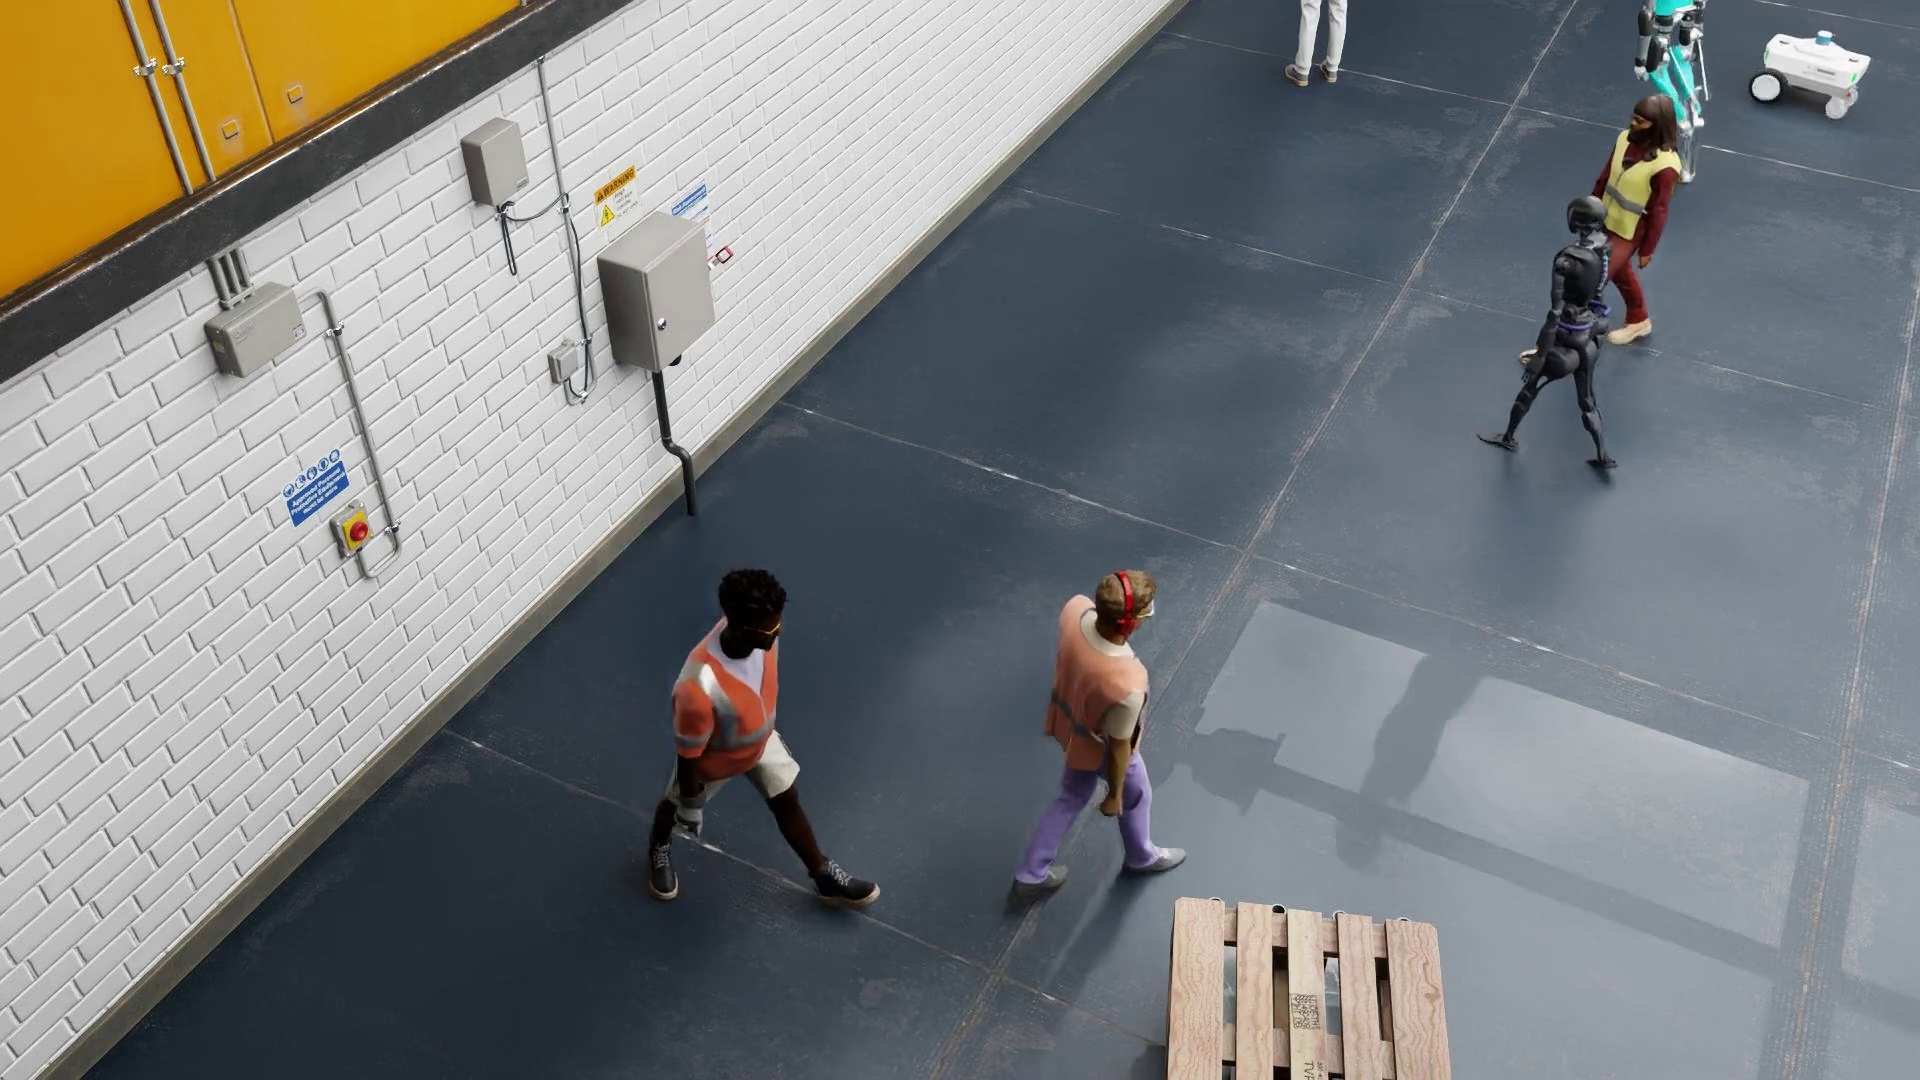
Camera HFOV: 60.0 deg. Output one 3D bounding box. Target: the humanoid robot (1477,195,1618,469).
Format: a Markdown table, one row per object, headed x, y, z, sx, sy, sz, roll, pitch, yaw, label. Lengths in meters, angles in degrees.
| x | y | z | sx | sy | sz | roll | pitch | yaw | label |
| --- | --- | --- | --- | --- | --- | --- | --- | --- | --- |
| 3.373 | -1.084 | 9.066 | 0.612 | 1.633 | 0.763 | -31 | 50 | -31 | humanoid robot |

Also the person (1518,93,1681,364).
| x | y | z | sx | sy | sz | roll | pitch | yaw | label |
| --- | --- | --- | --- | --- | --- | --- | --- | --- | --- |
| 3.928 | -1.847 | 9.868 | 0.941 | 1.724 | 0.487 | -10 | 42 | -11 | person |

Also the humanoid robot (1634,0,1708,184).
| x | y | z | sx | sy | sz | roll | pitch | yaw | label |
| --- | --- | --- | --- | --- | --- | --- | --- | --- | --- |
| 5.039 | -3.288 | 11.530 | 0.613 | 1.778 | 0.846 | -14 | 43 | -15 | humanoid robot |

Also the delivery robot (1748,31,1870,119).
| x | y | z | sx | sy | sz | roll | pitch | yaw | label |
| --- | --- | --- | --- | --- | --- | --- | --- | --- | --- |
| 6.565 | -3.620 | 12.808 | 0.765 | 0.583 | 0.499 | 27 | 48 | 28 | delivery robot |

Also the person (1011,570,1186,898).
| x | y | z | sx | sy | sz | roll | pitch | yaw | label |
| --- | --- | --- | --- | --- | --- | --- | --- | --- | --- |
| 0.575 | 0.809 | 6.734 | 0.800 | 1.810 | 0.570 | -19 | 44 | -20 | person |

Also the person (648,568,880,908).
| x | y | z | sx | sy | sz | roll | pitch | yaw | label |
| --- | --- | --- | --- | --- | --- | --- | --- | --- | --- |
| -0.918 | 0.827 | 6.645 | 1.081 | 1.887 | 0.687 | 22 | 45 | 23 | person |

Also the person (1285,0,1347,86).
| x | y | z | sx | sy | sz | roll | pitch | yaw | label |
| --- | --- | --- | --- | --- | --- | --- | --- | --- | --- |
| 2.800 | -4.402 | 12.707 | 0.572 | 1.881 | 0.358 | -6 | 41 | -7 | person |
